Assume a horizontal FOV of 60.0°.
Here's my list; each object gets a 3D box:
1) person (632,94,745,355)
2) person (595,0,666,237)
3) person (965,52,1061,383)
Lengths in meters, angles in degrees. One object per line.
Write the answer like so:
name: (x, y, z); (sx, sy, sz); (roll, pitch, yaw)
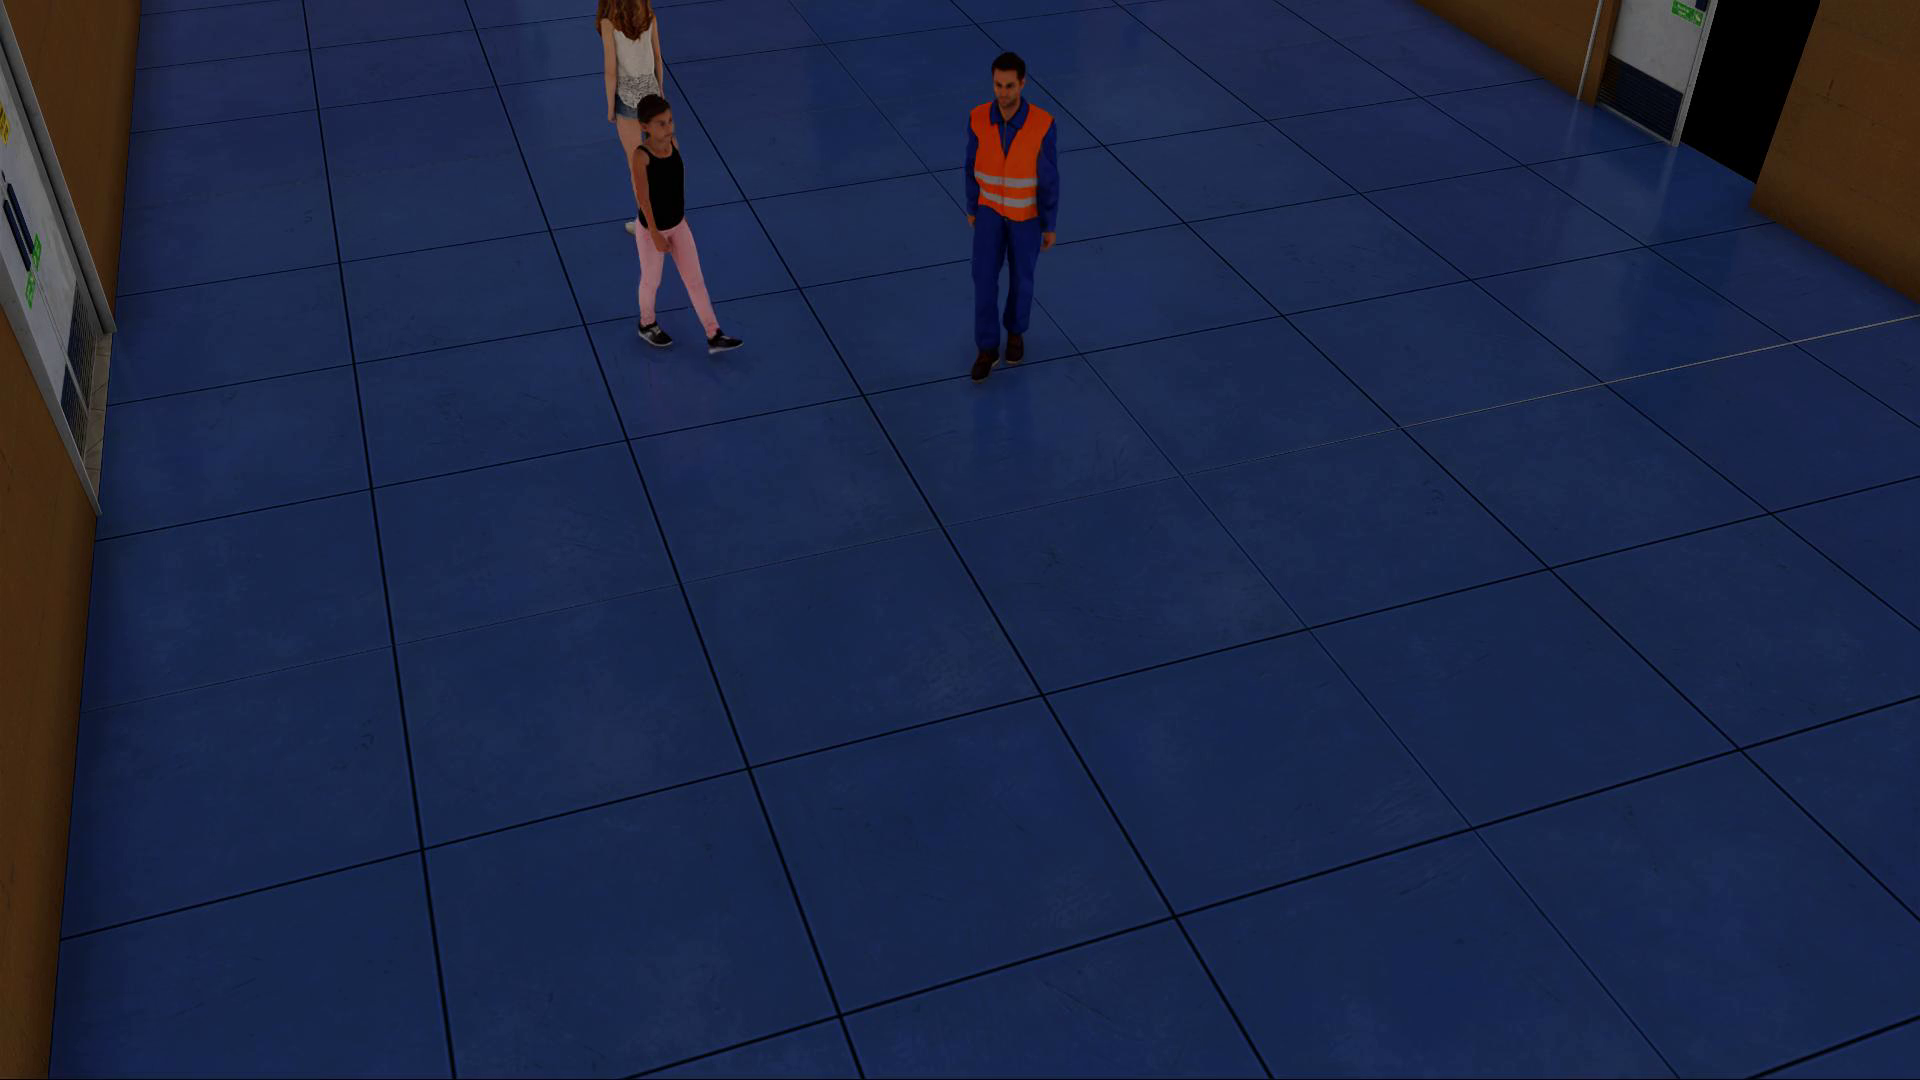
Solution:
person: (-1.721, -1.758, 9.335); (0.901, 1.526, 0.957); (26, 44, 30)
person: (-2.015, -2.750, 10.463); (0.574, 1.759, 0.696); (-28, 45, -32)
person: (0.298, -1.818, 9.152); (0.879, 1.843, 0.929); (5, 37, 6)
